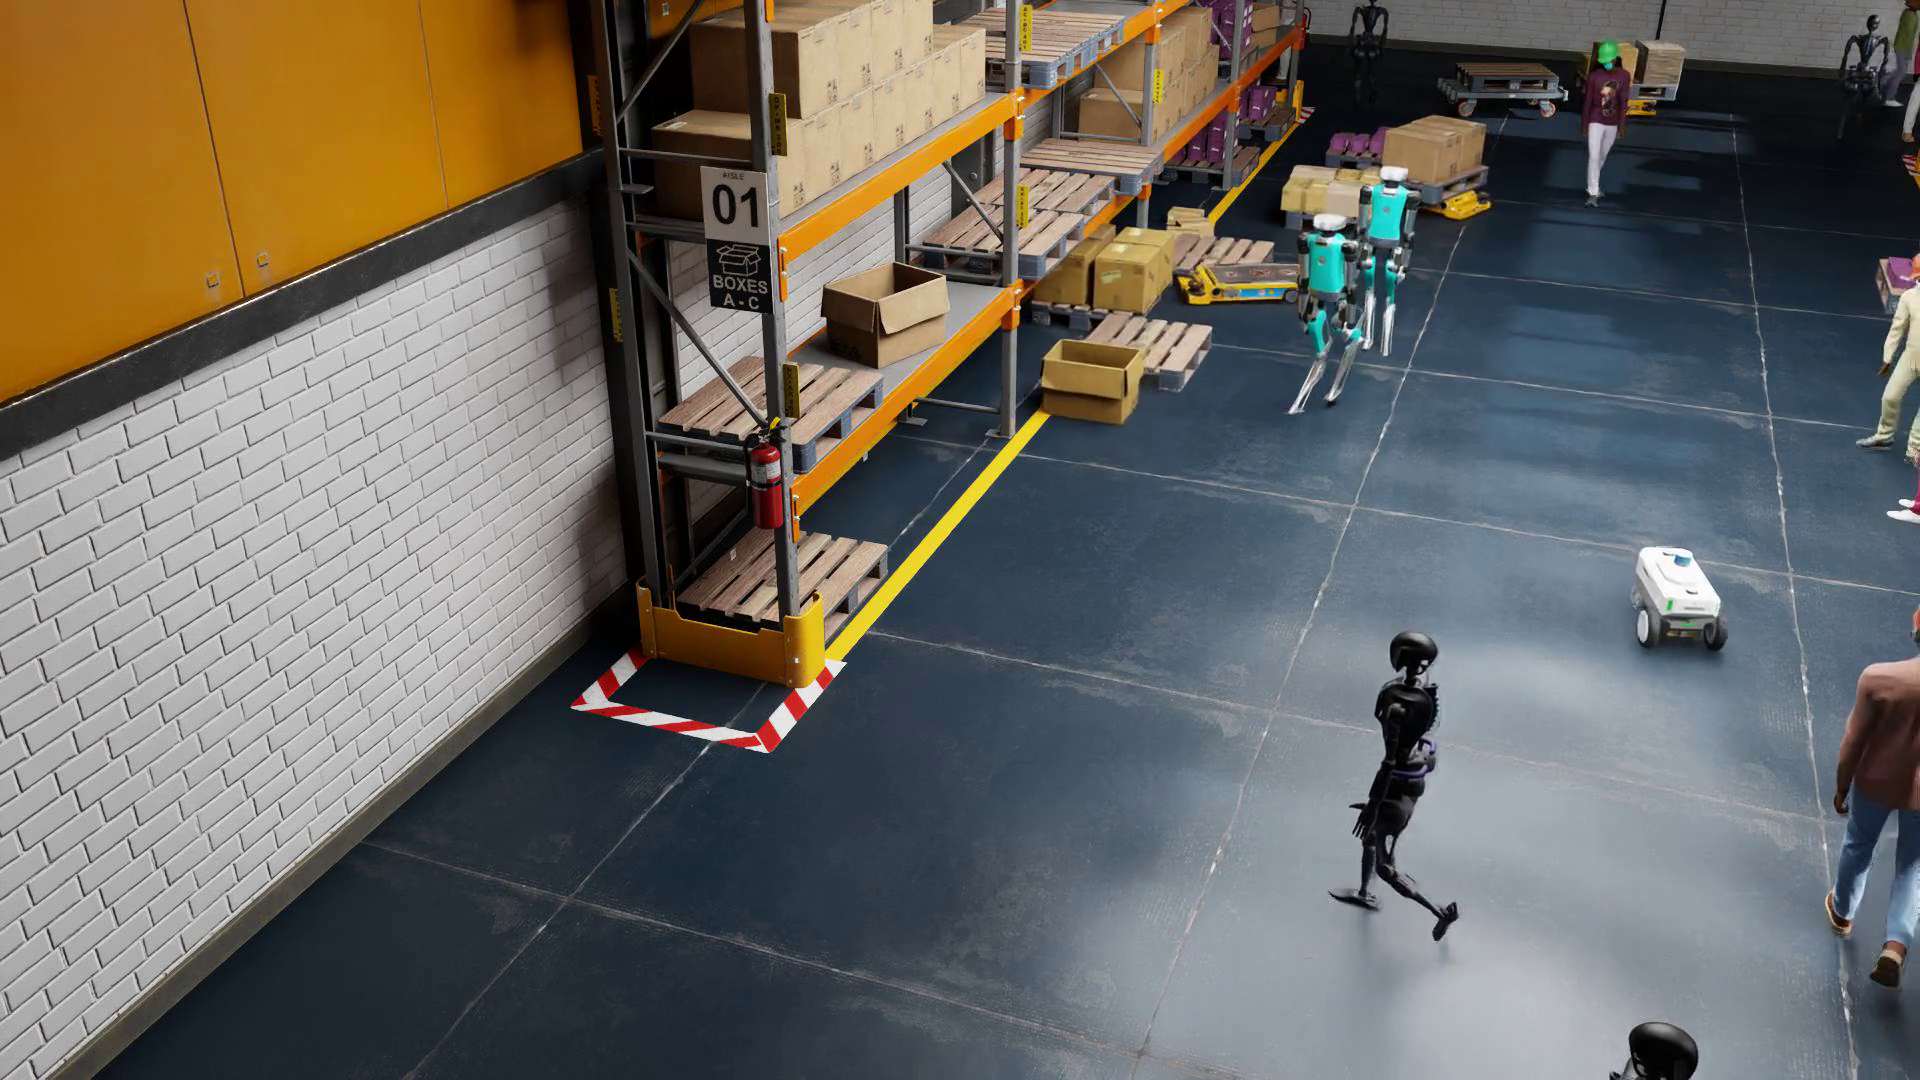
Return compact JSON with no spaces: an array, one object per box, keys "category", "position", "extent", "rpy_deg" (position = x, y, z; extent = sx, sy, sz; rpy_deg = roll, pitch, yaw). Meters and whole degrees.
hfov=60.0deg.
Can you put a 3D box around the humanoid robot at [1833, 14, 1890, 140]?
[{"category":"humanoid robot","position":[12.017,-6.151,22.179],"extent":[0.592,1.654,0.497],"rpy_deg":[11,29,21]}]

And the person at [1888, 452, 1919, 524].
[{"category":"person","position":[7.087,-0.896,12.008],"extent":[0.281,1.628,0.502],"rpy_deg":[22,34,36]}]

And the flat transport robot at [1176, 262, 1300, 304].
[{"category":"flat transport robot","position":[2.950,-2.581,16.757],"extent":[1.431,0.231,0.659],"rpy_deg":[-2,27,-4]}]

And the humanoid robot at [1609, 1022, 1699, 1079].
[{"category":"humanoid robot","position":[2.260,2.311,5.733],"extent":[0.367,1.643,0.610],"rpy_deg":[7,28,13]}]

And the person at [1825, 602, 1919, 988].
[{"category":"person","position":[4.368,1.139,7.683],"extent":[0.615,1.969,0.752],"rpy_deg":[12,30,22]}]

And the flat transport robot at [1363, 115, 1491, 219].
[{"category":"flat transport robot","position":[5.464,-4.073,19.651],"extent":[1.431,0.231,0.659],"rpy_deg":[24,36,39]}]

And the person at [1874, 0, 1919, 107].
[{"category":"person","position":[13.624,-7.085,24.011],"extent":[0.396,1.619,0.520],"rpy_deg":[6,28,11]}]

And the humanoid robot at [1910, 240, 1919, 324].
[{"category":"humanoid robot","position":[9.238,-2.839,15.509],"extent":[0.533,1.677,0.735],"rpy_deg":[12,30,23]}]

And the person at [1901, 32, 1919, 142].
[{"category":"person","position":[12.984,-6.233,22.125],"extent":[0.626,1.844,0.429],"rpy_deg":[-2,27,-5]}]

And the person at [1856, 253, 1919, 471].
[{"category":"person","position":[7.466,-1.389,12.884],"extent":[0.652,1.701,0.346],"rpy_deg":[23,35,37]}]

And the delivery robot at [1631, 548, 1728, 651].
[{"category":"delivery robot","position":[4.626,0.362,10.740],"extent":[0.499,0.598,0.777],"rpy_deg":[2,27,4]}]

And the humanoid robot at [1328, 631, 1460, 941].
[{"category":"humanoid robot","position":[2.171,1.160,7.981],"extent":[0.612,1.632,0.589],"rpy_deg":[13,30,24]}]

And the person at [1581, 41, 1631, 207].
[{"category":"person","position":[7.516,-4.884,19.471],"extent":[0.482,1.873,0.978],"rpy_deg":[2,27,4]}]

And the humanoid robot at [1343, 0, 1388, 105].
[{"category":"humanoid robot","position":[5.878,-7.126,24.044],"extent":[0.593,1.647,0.437],"rpy_deg":[-1,27,-3]}]

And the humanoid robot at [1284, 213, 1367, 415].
[{"category":"humanoid robot","position":[3.102,-1.874,13.814],"extent":[0.560,1.779,0.934],"rpy_deg":[21,34,35]}]

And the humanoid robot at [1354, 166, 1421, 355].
[{"category":"humanoid robot","position":[3.848,-2.532,15.104],"extent":[0.539,1.835,0.680],"rpy_deg":[10,29,19]}]

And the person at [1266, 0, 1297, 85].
[{"category":"person","position":[4.927,-7.932,25.317],"extent":[0.369,1.939,0.632],"rpy_deg":[7,28,14]}]

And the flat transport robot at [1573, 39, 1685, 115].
[{"category":"flat transport robot","position":[9.624,-6.427,24.217],"extent":[0.659,0.231,1.431],"rpy_deg":[2,27,5]}]
